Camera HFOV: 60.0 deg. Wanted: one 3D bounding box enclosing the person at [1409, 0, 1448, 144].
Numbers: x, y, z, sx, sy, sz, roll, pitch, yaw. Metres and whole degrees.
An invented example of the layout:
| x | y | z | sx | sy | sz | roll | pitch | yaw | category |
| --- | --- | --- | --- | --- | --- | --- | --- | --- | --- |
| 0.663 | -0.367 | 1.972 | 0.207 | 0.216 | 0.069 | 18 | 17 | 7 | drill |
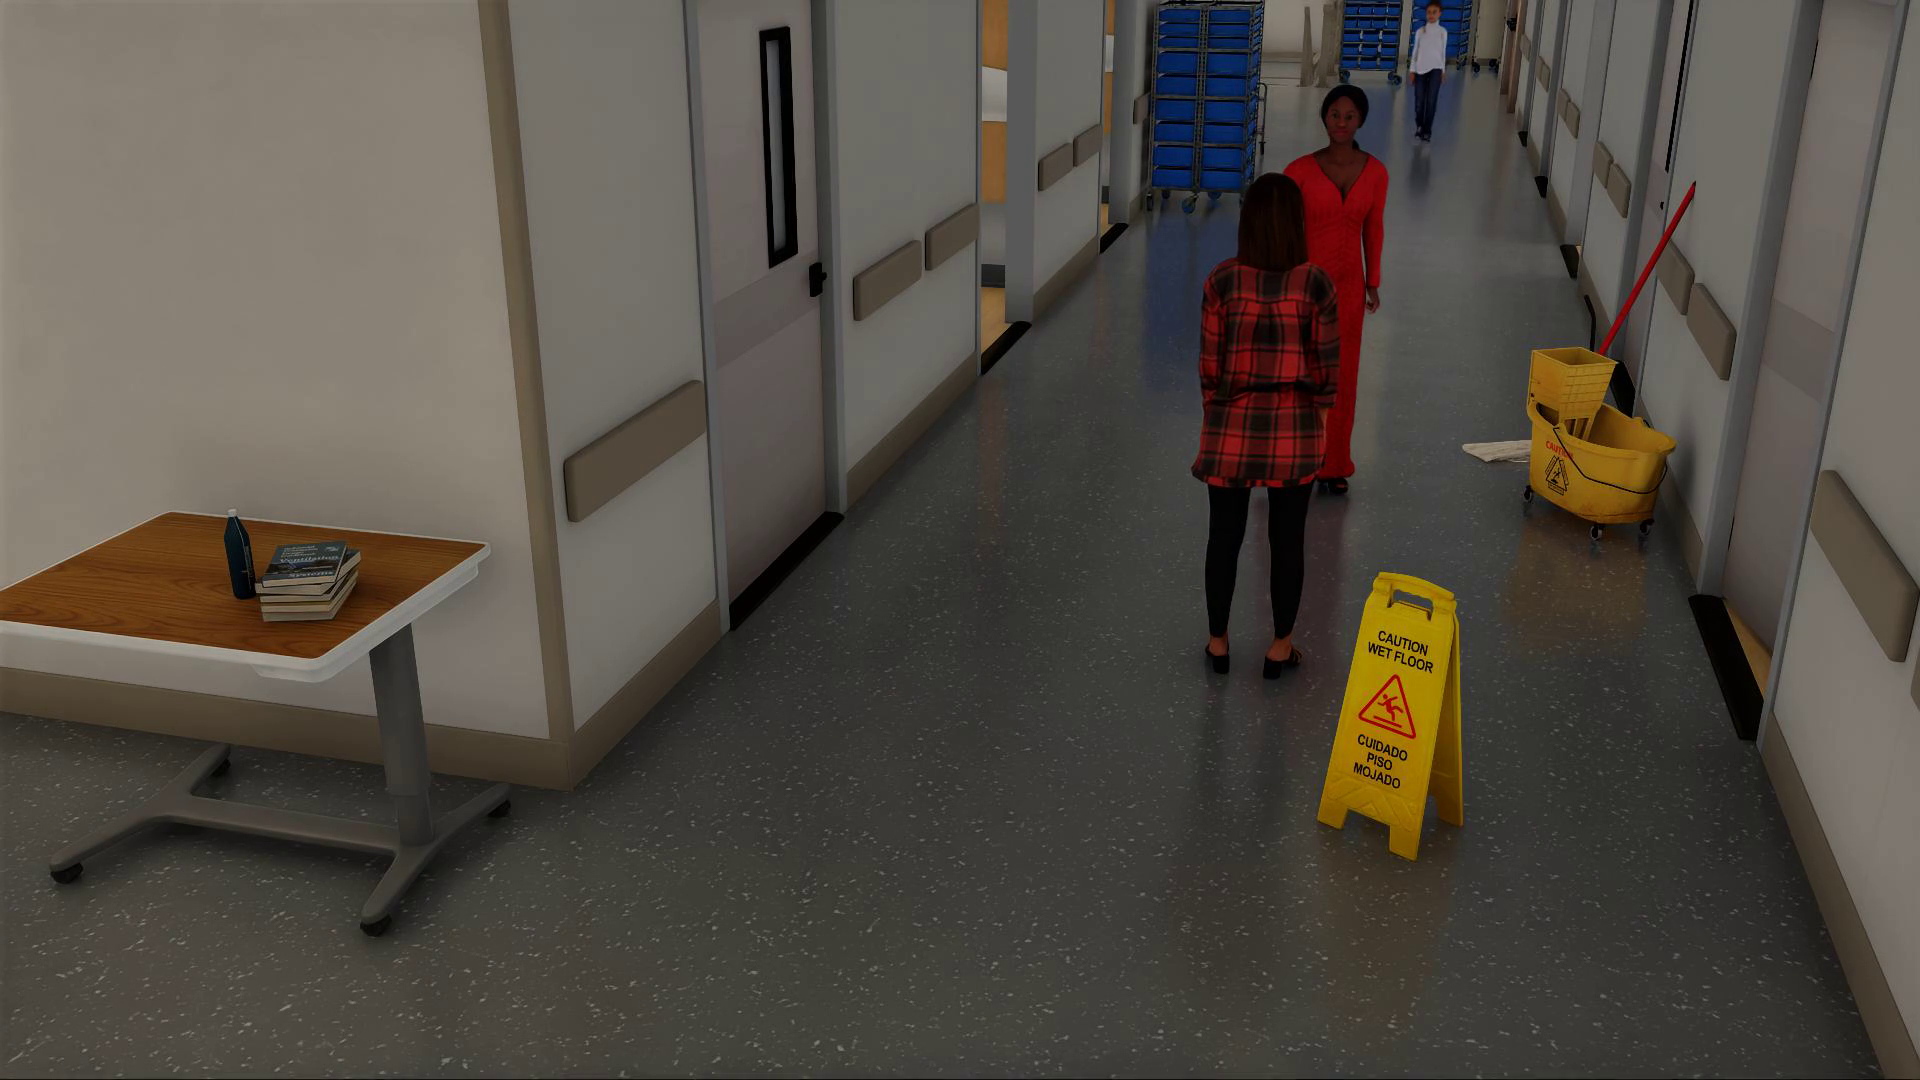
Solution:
| x | y | z | sx | sy | sz | roll | pitch | yaw | category |
| --- | --- | --- | --- | --- | --- | --- | --- | --- | --- |
| 5.242 | -5.211 | 18.576 | 0.582 | 1.515 | 1.040 | 8 | 22 | 19 | person |

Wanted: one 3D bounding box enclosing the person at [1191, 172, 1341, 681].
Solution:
| x | y | z | sx | sy | sz | roll | pitch | yaw | category |
| --- | --- | --- | --- | --- | --- | --- | --- | --- | --- |
| 0.999 | -0.358 | 5.498 | 0.613 | 1.703 | 0.551 | 7 | 22 | 17 | person |

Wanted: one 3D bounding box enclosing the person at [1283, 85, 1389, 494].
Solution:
| x | y | z | sx | sy | sz | roll | pitch | yaw | category |
| --- | --- | --- | --- | --- | --- | --- | --- | --- | --- |
| 1.599 | -1.066 | 7.251 | 0.705 | 1.784 | 0.716 | -1 | 21 | -3 | person |
